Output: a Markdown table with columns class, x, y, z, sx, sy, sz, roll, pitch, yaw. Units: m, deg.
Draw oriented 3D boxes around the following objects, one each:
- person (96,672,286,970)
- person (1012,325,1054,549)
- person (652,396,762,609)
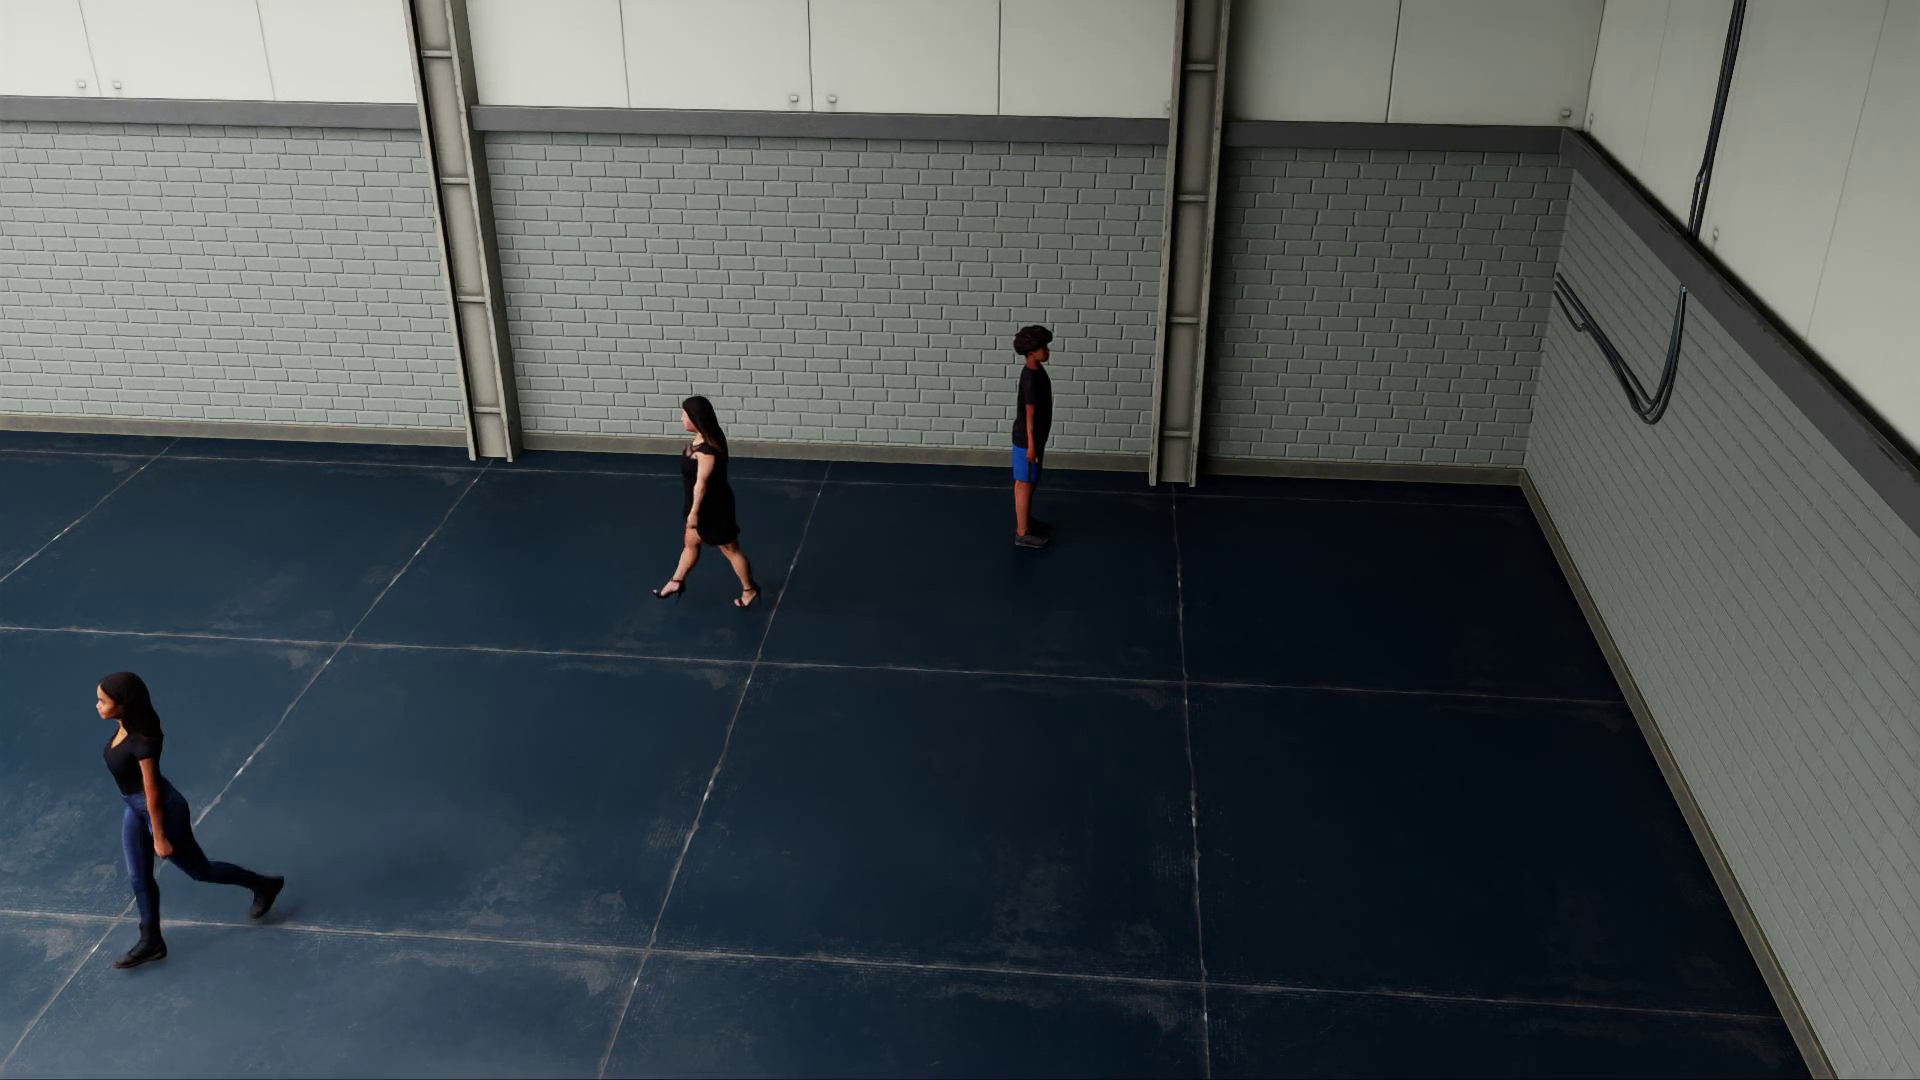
| class | x | y | z | sx | sy | sz | roll | pitch | yaw |
| --- | --- | --- | --- | --- | --- | --- | --- | --- | --- |
| person | -4.094 | 1.437 | 8.705 | 1.154 | 1.706 | 1.059 | -19 | 33 | -32 |
| person | 0.548 | -0.825 | 12.994 | 0.554 | 1.799 | 0.585 | 3 | 27 | 6 |
| person | -1.688 | -0.215 | 11.948 | 1.082 | 1.673 | 0.802 | -3 | 27 | -5 |
